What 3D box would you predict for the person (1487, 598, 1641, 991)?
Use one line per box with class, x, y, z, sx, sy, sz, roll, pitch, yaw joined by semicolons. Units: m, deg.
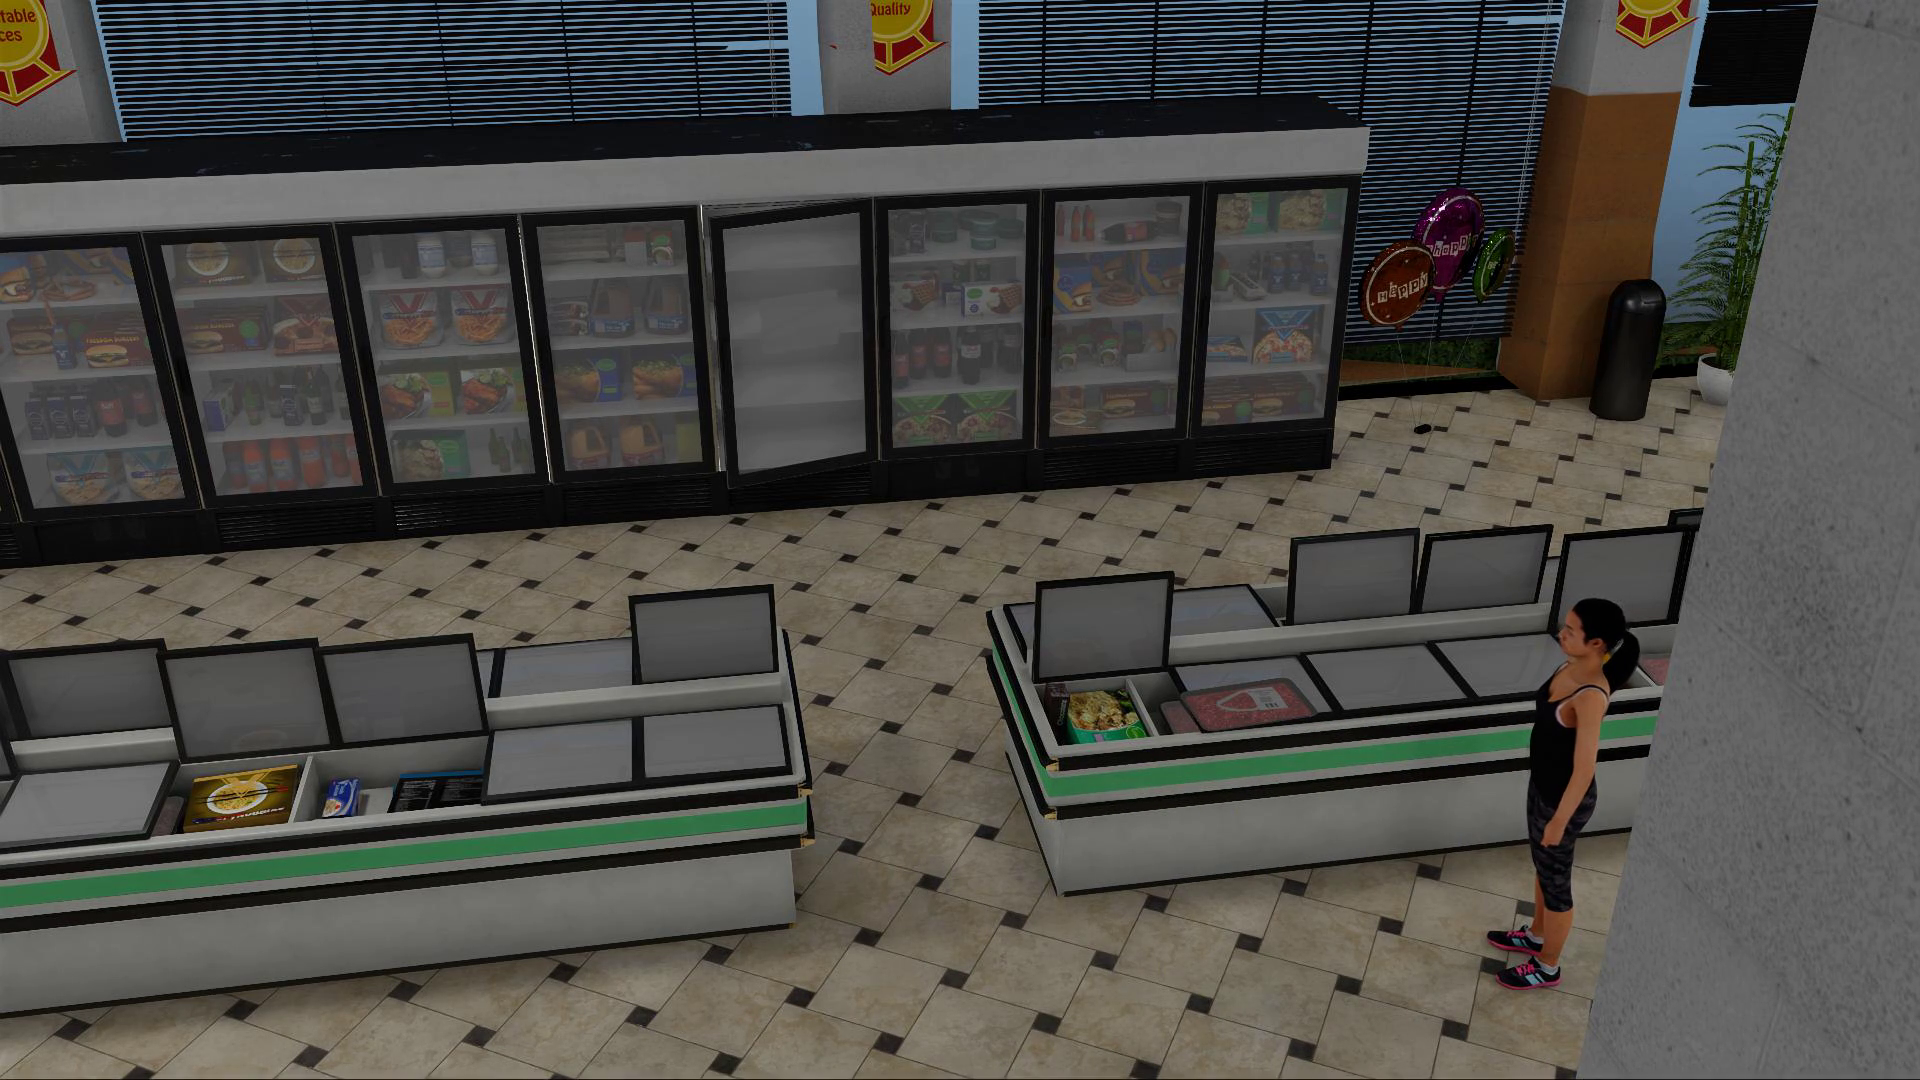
person;2.331;0.983;6.412;0.651;1.727;0.647;6;27;11
